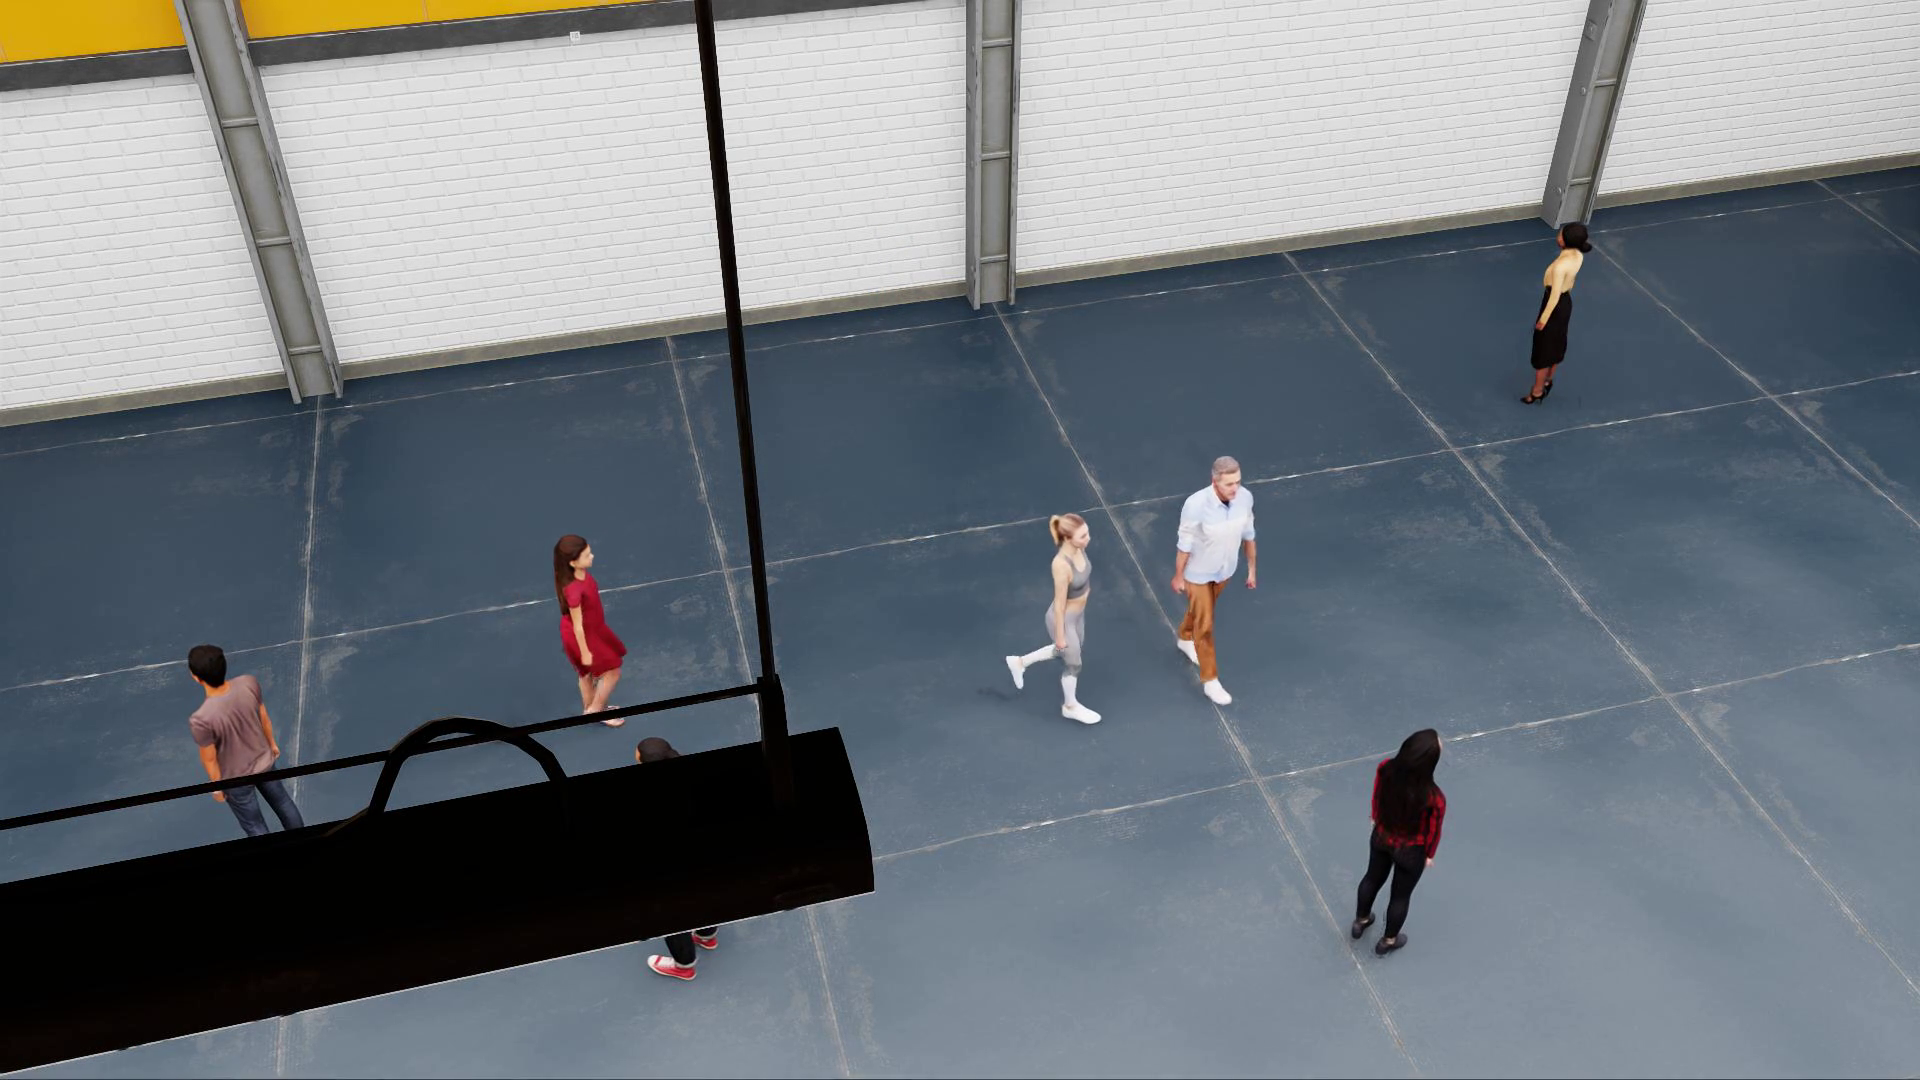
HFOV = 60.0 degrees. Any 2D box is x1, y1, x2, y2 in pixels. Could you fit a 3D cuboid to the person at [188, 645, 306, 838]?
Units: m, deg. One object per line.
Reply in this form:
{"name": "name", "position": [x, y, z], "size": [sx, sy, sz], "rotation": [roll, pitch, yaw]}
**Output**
{"name": "person", "position": [-4.122, 1.309, 9.627], "size": [0.749, 1.776, 0.703], "rotation": [18, 42, 21]}

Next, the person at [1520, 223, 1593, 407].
{"name": "person", "position": [4.893, -1.858, 13.690], "size": [0.734, 1.654, 0.647], "rotation": [28, 46, 30]}

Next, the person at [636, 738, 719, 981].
{"name": "person", "position": [-1.576, 1.734, 9.108], "size": [0.786, 1.759, 0.776], "rotation": [11, 40, 13]}

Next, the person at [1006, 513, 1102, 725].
{"name": "person", "position": [0.616, 0.493, 10.718], "size": [1.011, 1.690, 0.894], "rotation": [13, 40, 15]}

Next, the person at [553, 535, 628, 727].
{"name": "person", "position": [-2.483, 0.606, 10.690], "size": [0.634, 1.547, 0.560], "rotation": [-7, 39, -8]}

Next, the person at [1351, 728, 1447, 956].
{"name": "person", "position": [2.438, 1.689, 9.248], "size": [0.663, 1.654, 0.659], "rotation": [-31, 48, -33]}

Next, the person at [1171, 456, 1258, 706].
{"name": "person", "position": [1.610, 0.136, 11.077], "size": [1.006, 1.799, 0.926], "rotation": [-20, 43, -23]}
